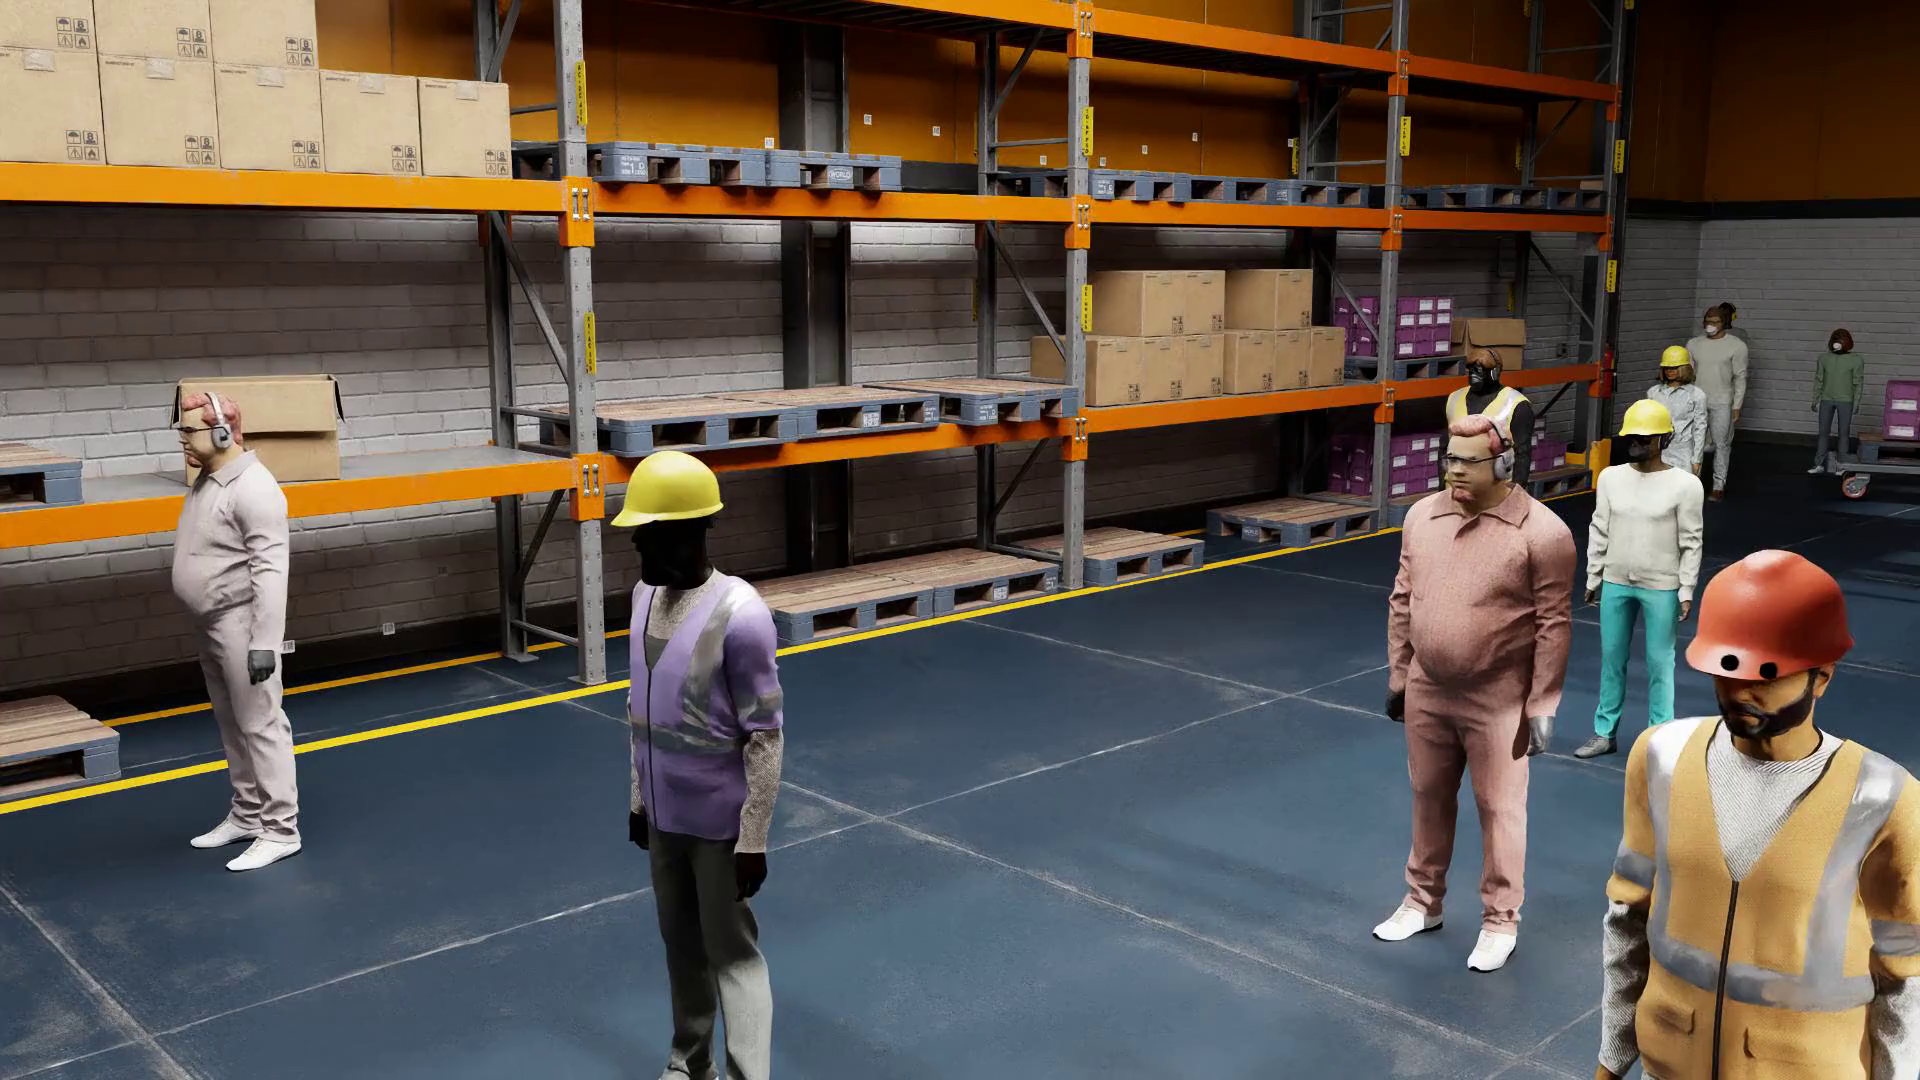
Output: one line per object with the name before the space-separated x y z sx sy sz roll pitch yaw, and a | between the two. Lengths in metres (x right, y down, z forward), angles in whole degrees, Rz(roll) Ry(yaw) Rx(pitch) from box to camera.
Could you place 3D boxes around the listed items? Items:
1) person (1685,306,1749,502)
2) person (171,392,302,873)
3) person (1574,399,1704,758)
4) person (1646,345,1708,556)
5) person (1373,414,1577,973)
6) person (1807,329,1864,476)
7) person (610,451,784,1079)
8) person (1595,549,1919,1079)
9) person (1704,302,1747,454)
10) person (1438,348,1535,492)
person | 7.469 -1.350 16.545 0.355 1.936 0.635 -9 13 -43
person | -2.912 0.359 6.635 0.403 1.904 0.652 -9 13 -43
person | 3.213 0.217 7.876 0.326 1.767 0.533 -9 13 -43
person | 5.551 -0.648 13.009 0.325 1.740 0.492 -9 13 -43
person | 1.737 0.517 5.712 0.403 1.904 0.652 -9 13 -43
person | 9.740 -1.530 18.486 0.266 1.631 0.507 -9 13 -43
person | -0.725 0.716 4.483 0.382 1.924 0.594 -9 13 -43
person | 1.399 0.967 2.988 0.378 1.932 0.551 -9 13 -43
person | 9.368 -1.979 20.429 0.309 1.868 0.534 -9 13 -43
person | 3.392 -0.333 10.870 0.429 1.841 0.634 -9 13 -43
